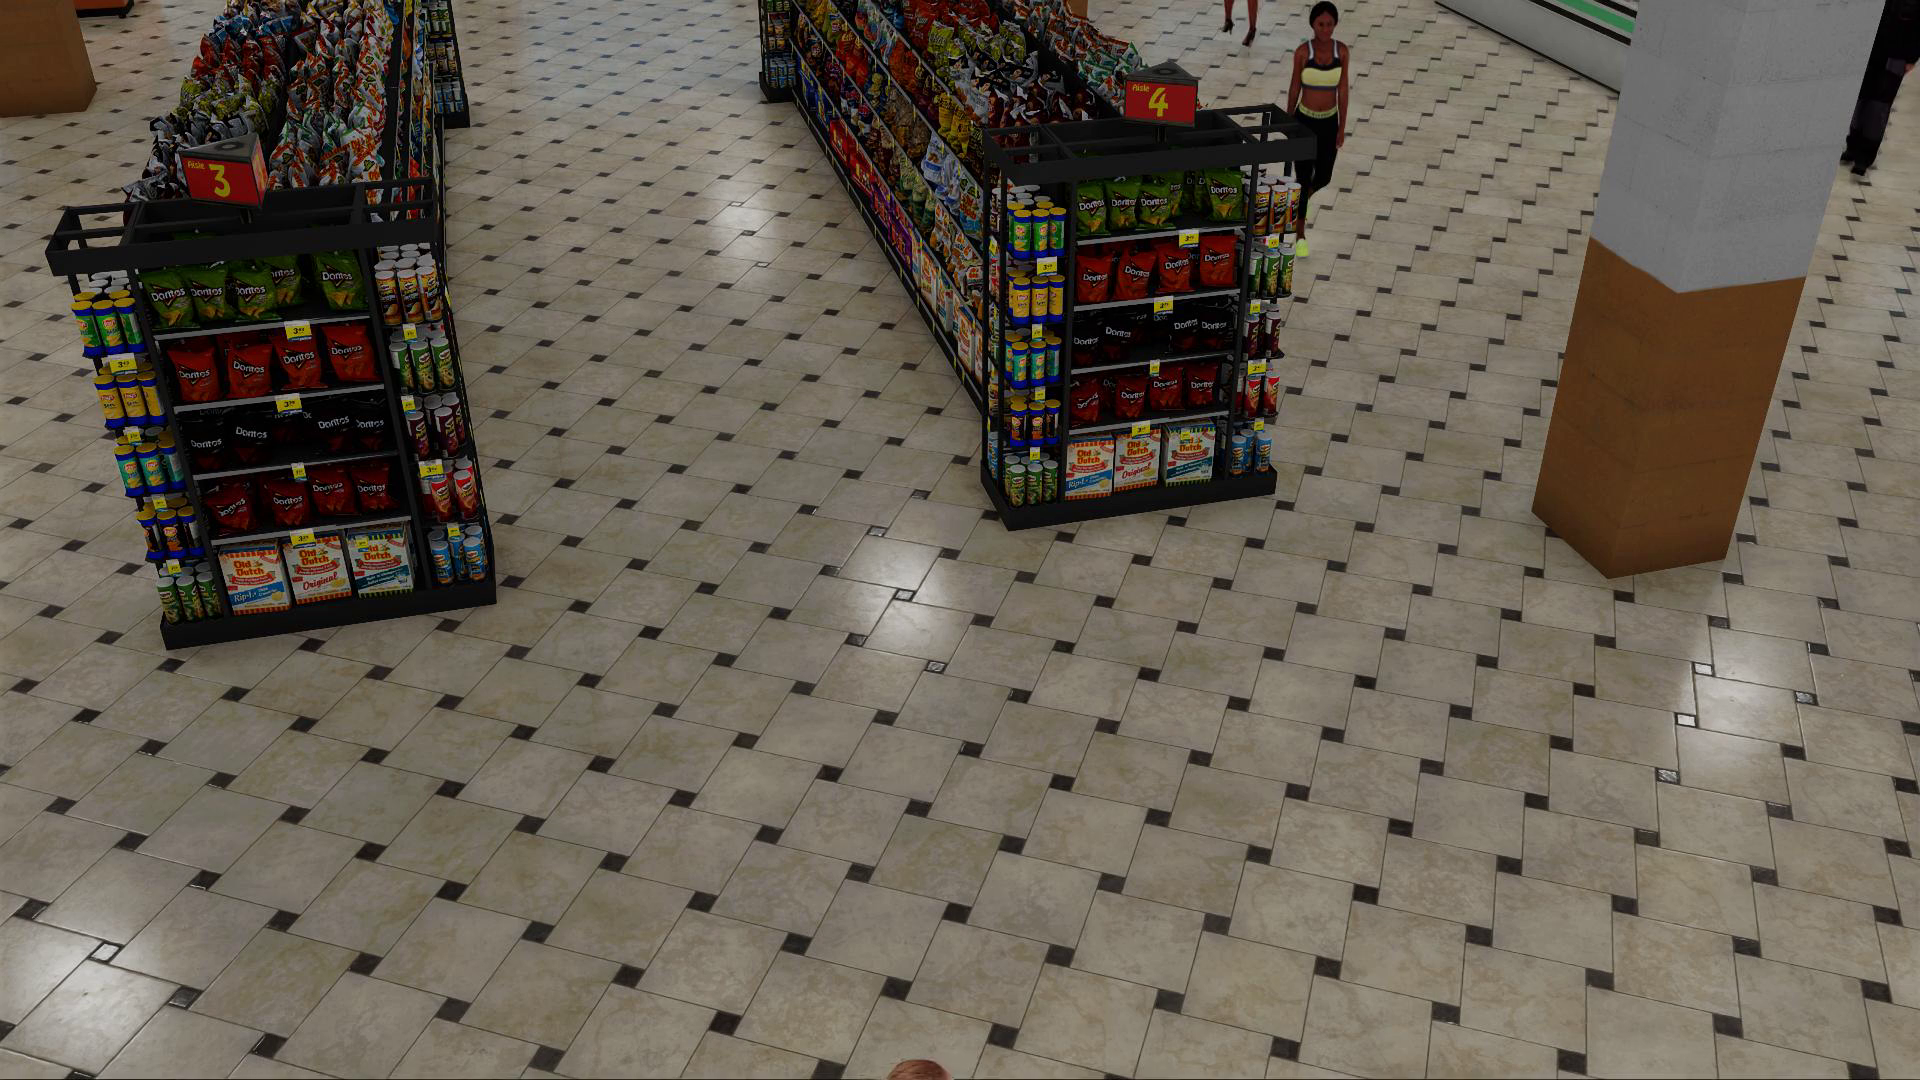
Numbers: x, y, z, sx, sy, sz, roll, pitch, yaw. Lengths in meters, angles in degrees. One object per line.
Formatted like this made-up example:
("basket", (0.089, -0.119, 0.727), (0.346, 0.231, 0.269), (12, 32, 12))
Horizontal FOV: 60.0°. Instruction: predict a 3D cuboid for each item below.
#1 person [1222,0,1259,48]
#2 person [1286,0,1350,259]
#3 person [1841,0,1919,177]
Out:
("person", (2.800, -5.633, 16.083), (0.669, 1.748, 1.093), (-5, 32, -8))
("person", (2.500, -2.918, 11.730), (0.742, 1.737, 1.060), (1, 32, 2))
("person", (7.319, -3.855, 13.169), (1.070, 1.809, 1.089), (25, 40, 34))
